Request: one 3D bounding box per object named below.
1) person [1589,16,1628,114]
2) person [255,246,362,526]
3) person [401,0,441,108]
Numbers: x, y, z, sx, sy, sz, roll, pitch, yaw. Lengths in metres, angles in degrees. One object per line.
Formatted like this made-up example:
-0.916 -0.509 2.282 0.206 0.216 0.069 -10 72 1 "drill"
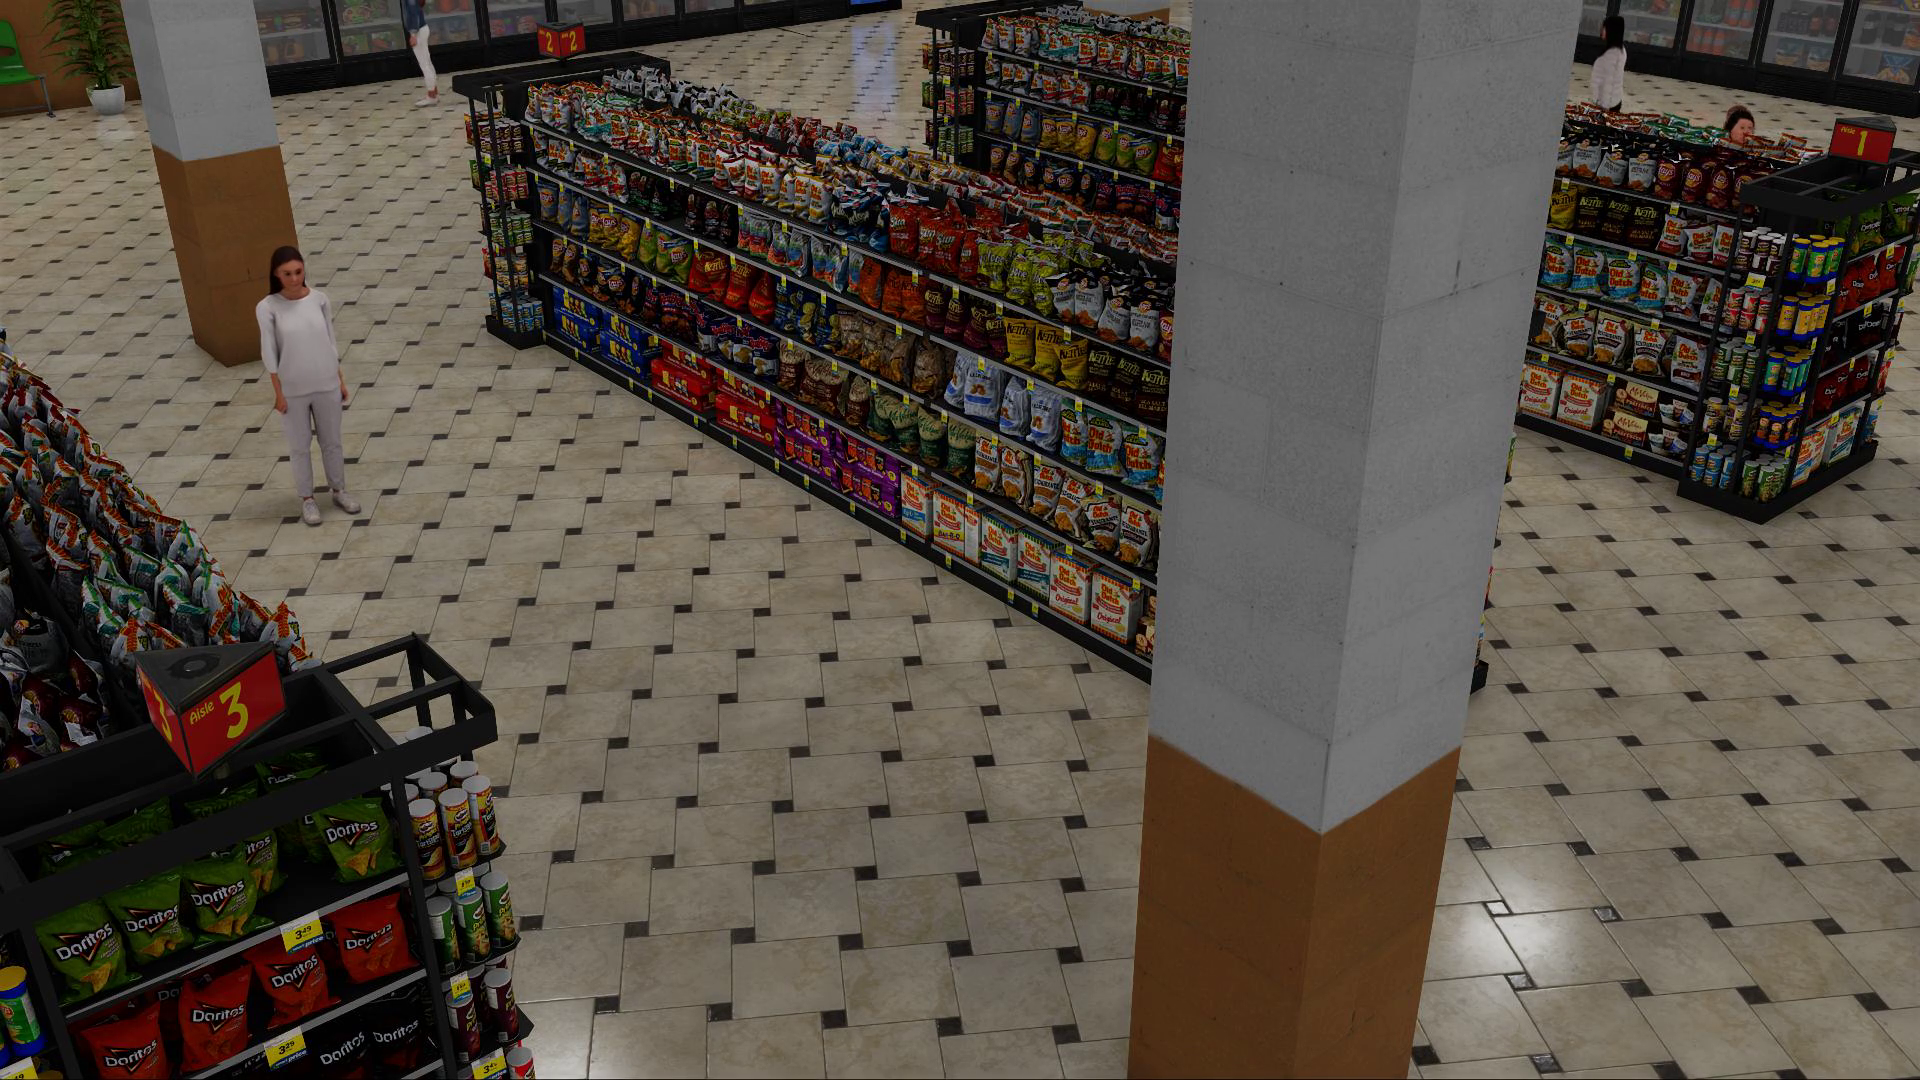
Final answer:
6.726 -4.519 17.088 1.136 1.595 0.803 18 32 32 "person"
-3.899 -0.935 9.918 0.588 1.690 0.523 -21 34 -35 "person"
-6.549 -6.139 20.168 0.750 1.700 0.635 -3 27 -6 "person"
